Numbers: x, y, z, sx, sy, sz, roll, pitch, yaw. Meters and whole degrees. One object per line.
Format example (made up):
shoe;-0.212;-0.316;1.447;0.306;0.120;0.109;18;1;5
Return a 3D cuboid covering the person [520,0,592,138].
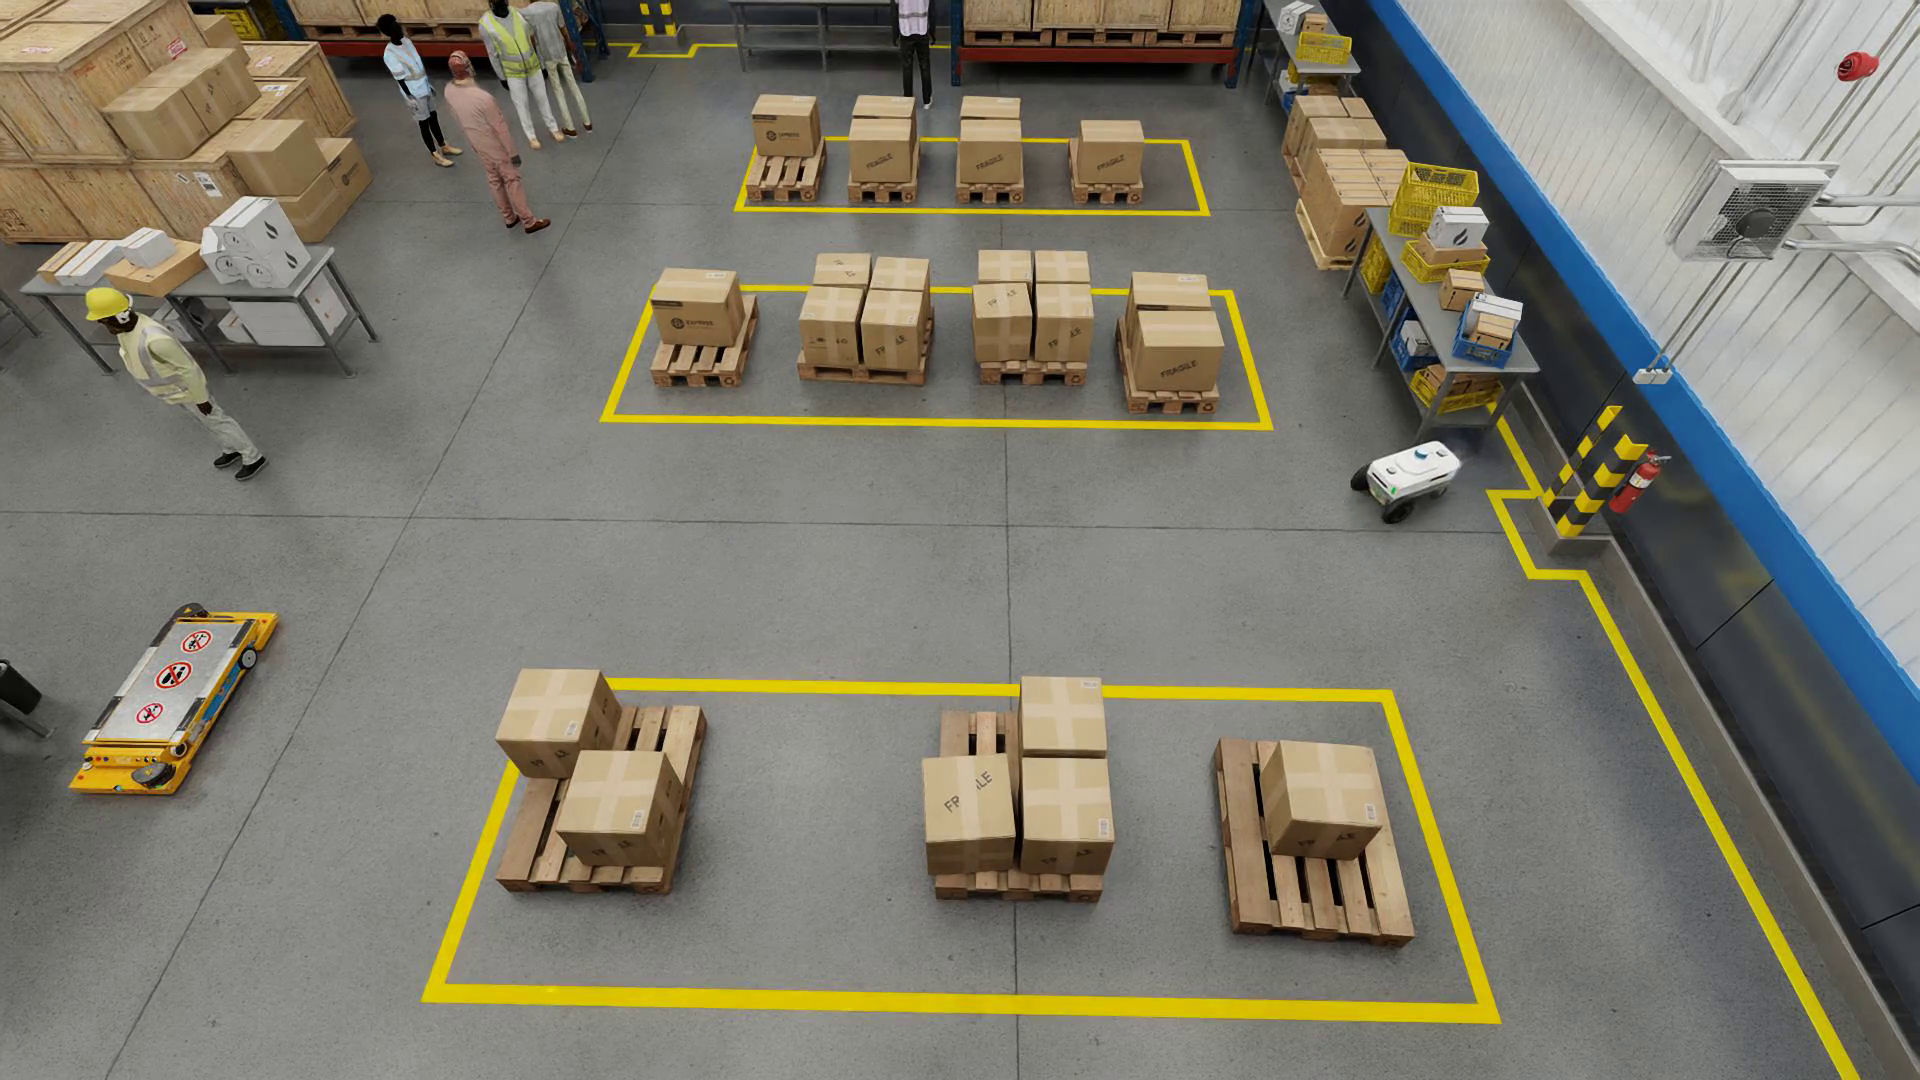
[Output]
person;-5.042;-5.972;11.367;0.519;1.865;0.328;-31;56;-24

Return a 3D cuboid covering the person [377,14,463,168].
person;-6.477;-5.362;10.956;0.318;1.700;0.535;2;50;2

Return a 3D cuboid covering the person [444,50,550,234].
person;-5.021;-4.260;9.887;0.651;1.910;0.409;21;53;17

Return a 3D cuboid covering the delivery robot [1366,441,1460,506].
delivery robot;3.746;-0.574;7.591;0.707;0.478;0.477;-18;52;-15

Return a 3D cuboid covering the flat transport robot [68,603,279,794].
flat transport robot;-5.504;1.072;6.442;0.652;0.197;1.431;1;50;1

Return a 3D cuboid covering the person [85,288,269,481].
person;-6.293;-1.237;7.379;0.603;1.830;0.404;26;55;20

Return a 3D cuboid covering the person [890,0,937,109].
person;-0.592;-6.547;11.817;0.593;1.919;0.388;-7;50;-6

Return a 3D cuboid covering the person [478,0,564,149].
person;-5.359;-5.743;11.196;0.619;1.836;0.430;-33;57;-25
